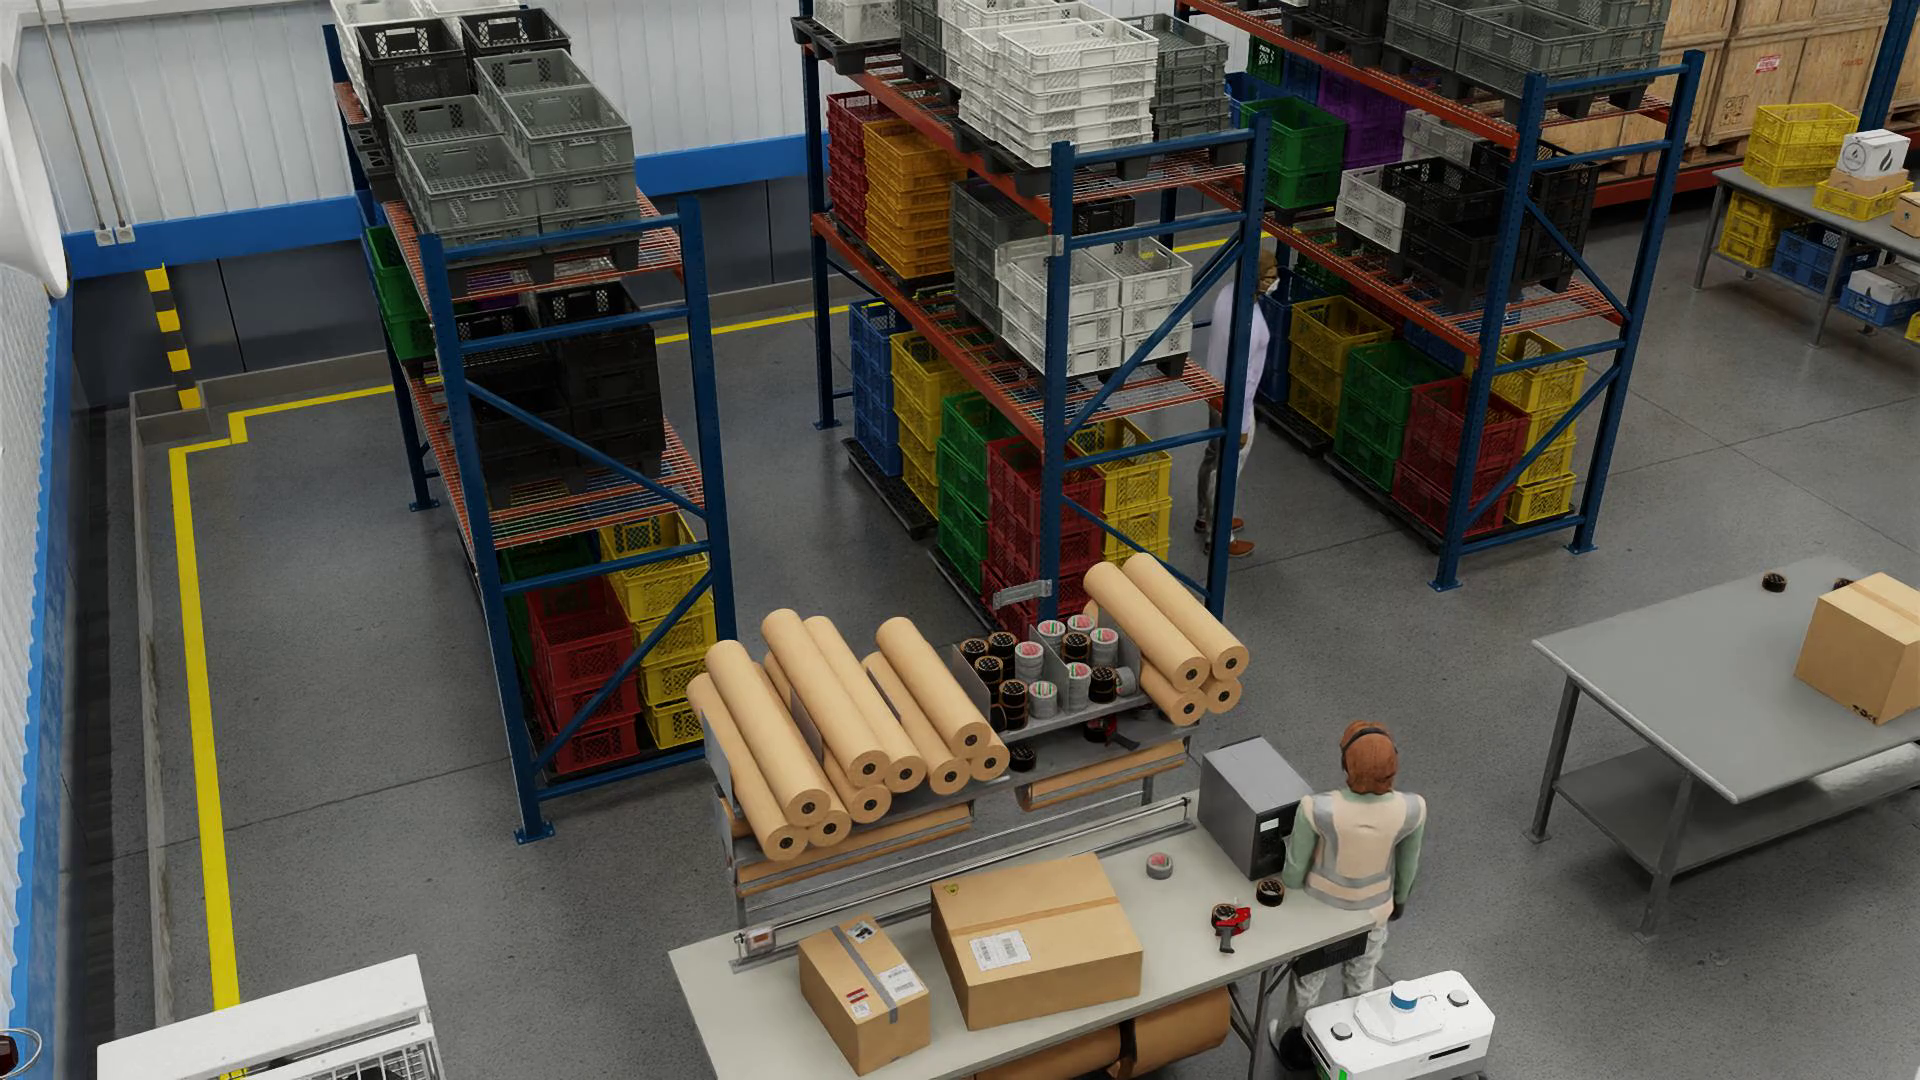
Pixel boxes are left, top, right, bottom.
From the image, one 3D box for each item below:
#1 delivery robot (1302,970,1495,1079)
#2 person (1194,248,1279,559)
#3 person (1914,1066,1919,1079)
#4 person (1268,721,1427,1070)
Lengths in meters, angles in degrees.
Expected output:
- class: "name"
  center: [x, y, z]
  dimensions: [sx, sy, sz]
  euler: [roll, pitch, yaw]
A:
- class: "delivery robot"
  center: [1.702, 1.921, 6.470]
  dimensions: [0.707, 0.478, 0.477]
  euler: [-10, 33, -16]
- class: "person"
  center: [1.594, -0.795, 9.666]
  dimensions: [0.378, 1.935, 0.634]
  euler: [-1, 32, -1]
- class: "person"
  center: [3.751, 1.572, 5.903]
  dimensions: [0.620, 1.845, 0.430]
  euler: [-26, 40, -35]
- class: "person"
  center: [1.479, 1.398, 6.384]
  dimensions: [0.527, 1.631, 0.319]
  euler: [-3, 32, -4]
